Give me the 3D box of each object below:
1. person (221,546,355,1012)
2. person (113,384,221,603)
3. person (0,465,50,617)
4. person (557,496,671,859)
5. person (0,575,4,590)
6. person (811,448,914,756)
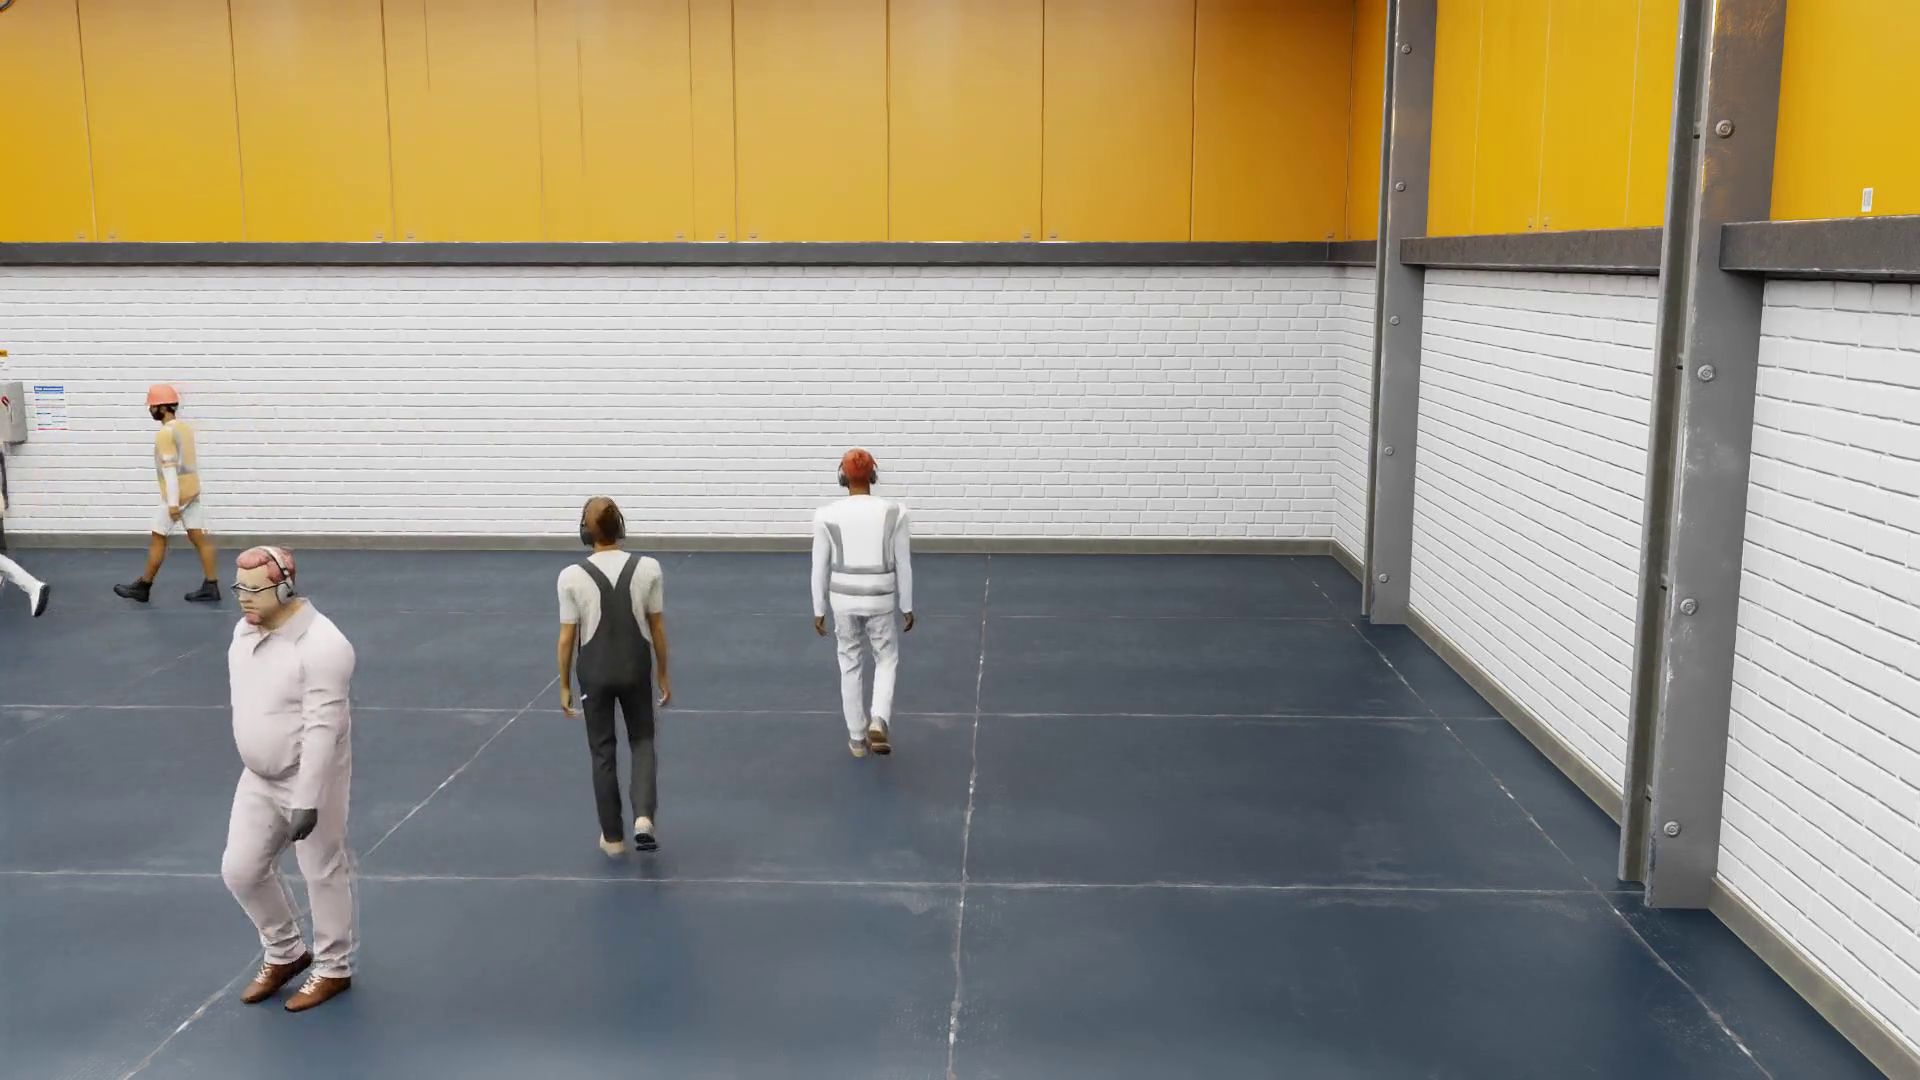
[{"bbox_3d":[-2.651,0.950,6.534,0.647,1.884,0.510,5,11,27],"label":"person"},{"bbox_3d":[-6.873,-0.390,14.330,0.930,1.896,0.574,0,10,-1],"label":"person"},{"bbox_3d":[-7.830,-0.225,13.377,0.708,1.897,0.589,0,10,2],"label":"person"},{"bbox_3d":[-1.698,0.692,8.185,0.549,1.835,0.440,-4,10,-20],"label":"person"},{"bbox_3d":[-8.580,-0.333,14.159,0.713,1.848,0.523,-1,10,-4],"label":"person"},{"bbox_3d":[-0.578,0.389,9.835,0.610,1.872,0.551,-1,10,-4],"label":"person"}]
